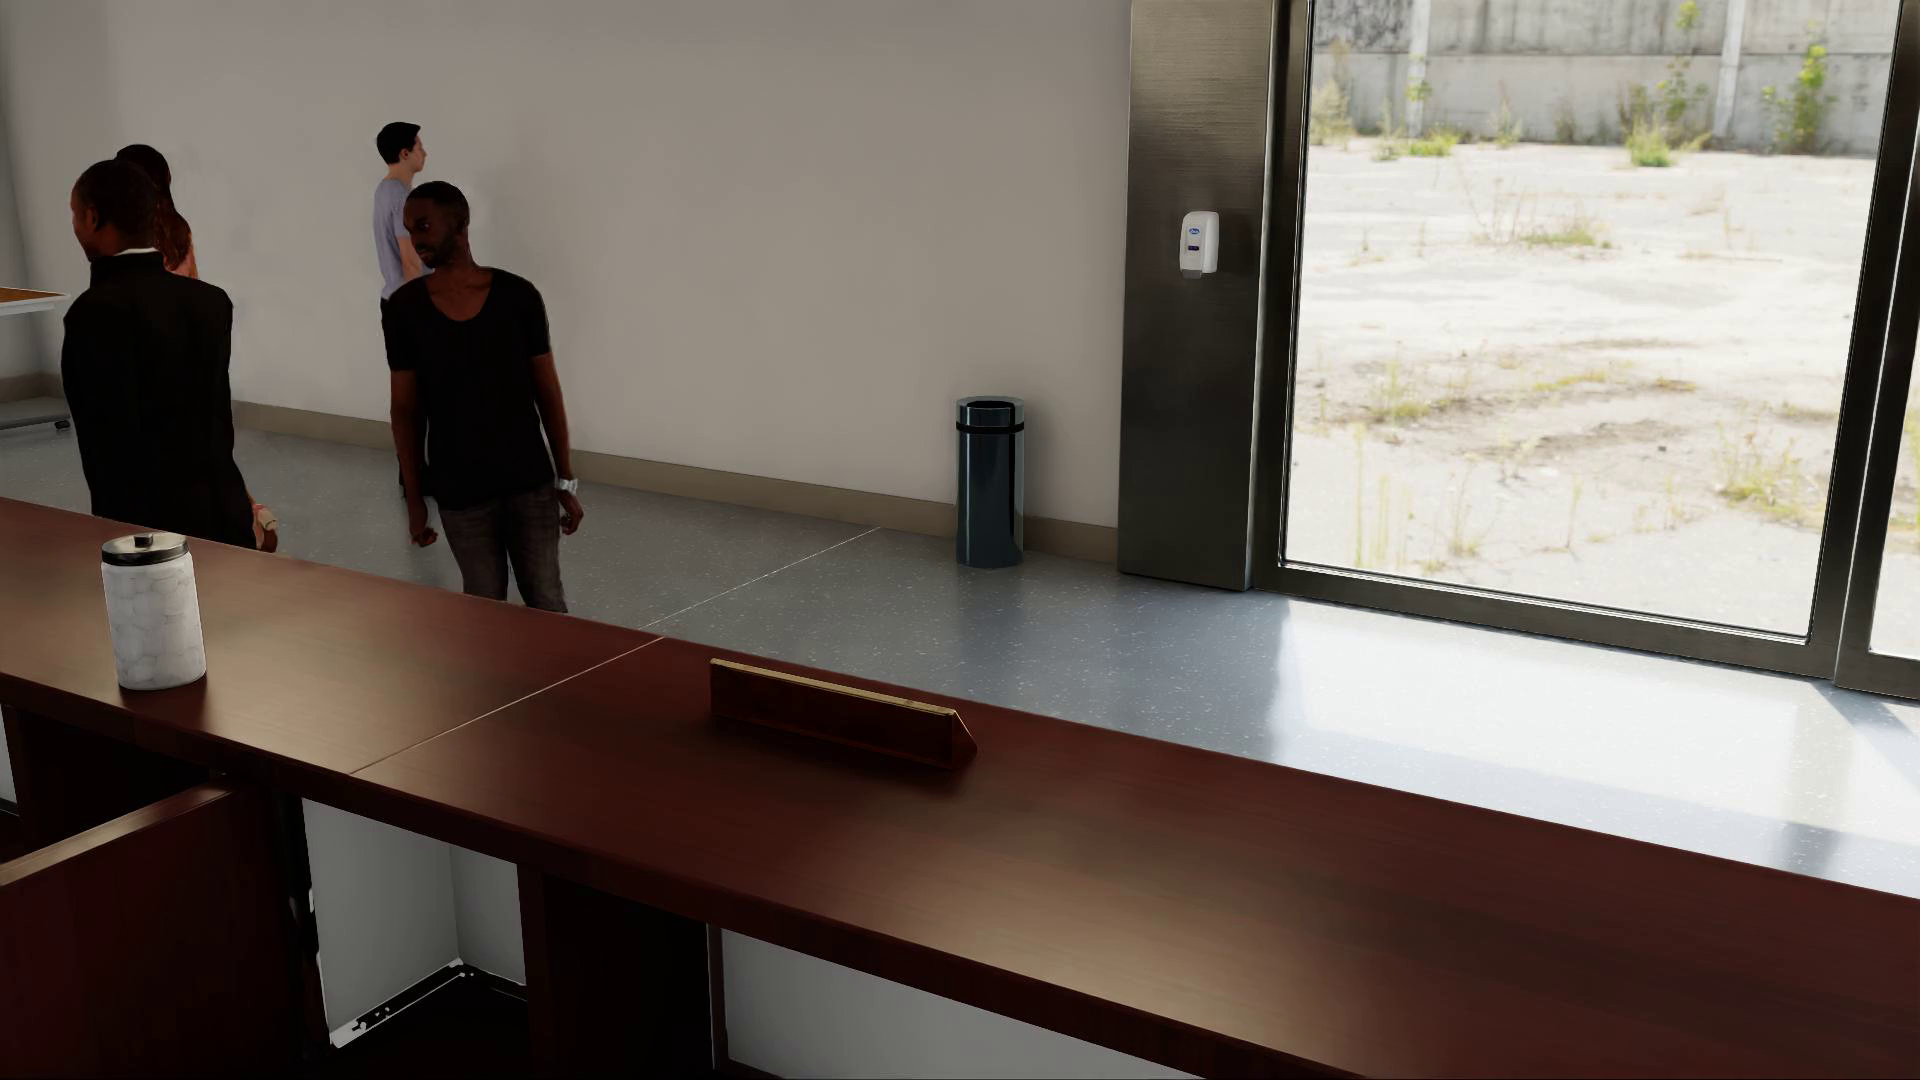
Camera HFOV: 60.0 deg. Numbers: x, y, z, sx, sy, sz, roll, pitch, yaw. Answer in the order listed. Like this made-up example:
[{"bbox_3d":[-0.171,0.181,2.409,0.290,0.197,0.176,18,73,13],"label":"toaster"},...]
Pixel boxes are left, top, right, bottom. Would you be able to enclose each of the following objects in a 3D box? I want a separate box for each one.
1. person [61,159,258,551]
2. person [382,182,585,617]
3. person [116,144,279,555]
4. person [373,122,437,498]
[{"bbox_3d":[-1.915,0.027,4.208,0.963,1.868,1.114,5,16,17],"label":"person"},{"bbox_3d":[-1.449,-0.184,5.111,0.921,1.785,0.981,-5,16,-17],"label":"person"},{"bbox_3d":[-3.131,-0.669,6.767,0.763,1.818,0.844,5,17,17],"label":"person"},{"bbox_3d":[-2.807,-1.170,8.465,0.743,1.861,0.743,-8,18,-27],"label":"person"}]
